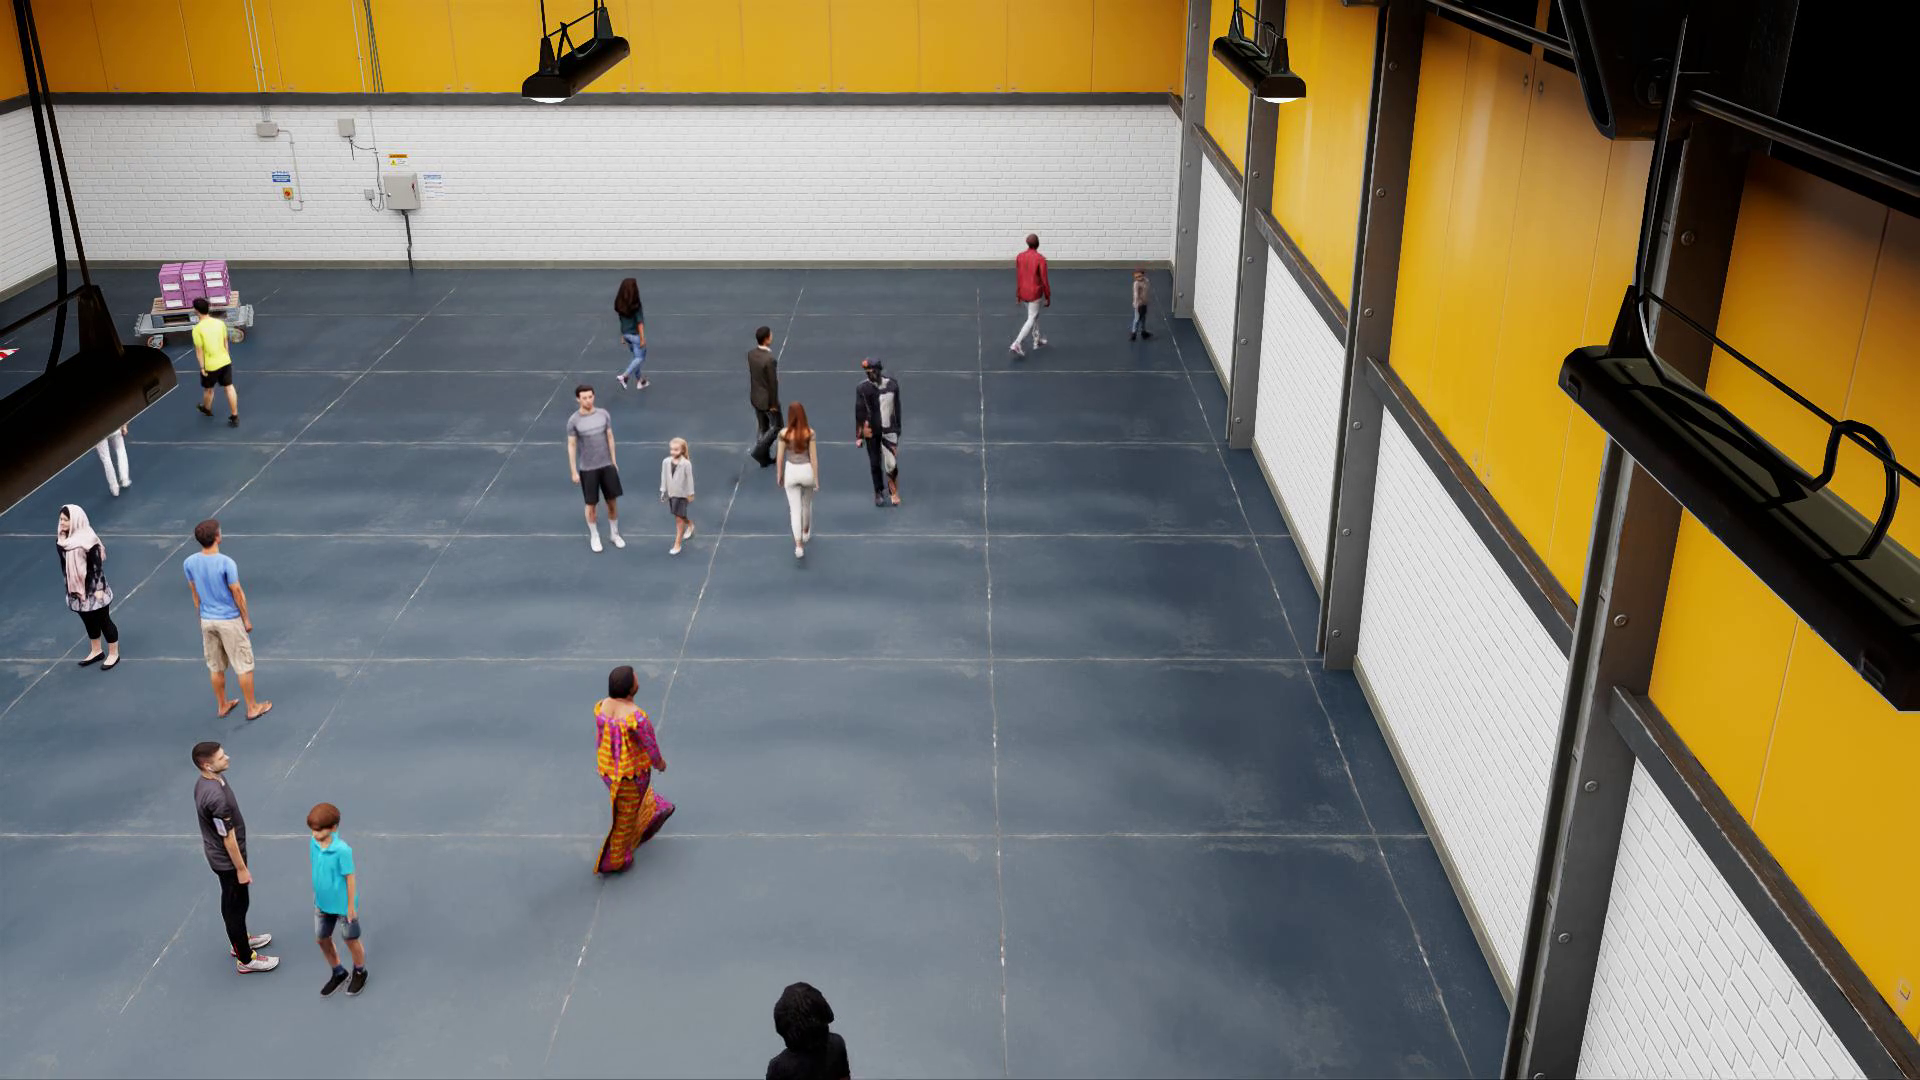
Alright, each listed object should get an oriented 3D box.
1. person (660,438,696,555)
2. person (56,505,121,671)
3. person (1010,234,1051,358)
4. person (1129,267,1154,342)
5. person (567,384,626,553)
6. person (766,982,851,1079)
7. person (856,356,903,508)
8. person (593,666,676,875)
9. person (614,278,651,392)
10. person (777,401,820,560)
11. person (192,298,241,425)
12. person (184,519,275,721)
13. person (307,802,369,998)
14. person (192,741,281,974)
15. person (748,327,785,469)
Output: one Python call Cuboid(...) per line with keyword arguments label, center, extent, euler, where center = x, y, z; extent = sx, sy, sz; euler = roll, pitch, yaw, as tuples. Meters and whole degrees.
Cuboid(label="person", center=(-3.065, -0.531, 18.260), extent=(0.741, 1.250, 0.952), euler=(10, 26, 23))
Cuboid(label="person", center=(-8.186, 0.421, 15.598), extent=(0.715, 1.638, 0.732), euler=(8, 25, 18))
Cuboid(label="person", center=(1.015, -3.616, 24.625), extent=(1.143, 1.806, 1.270), euler=(18, 29, 35))
Cuboid(label="person", center=(2.806, -3.639, 25.477), extent=(0.689, 1.164, 0.662), euler=(17, 29, 33))
Cuboid(label="person", center=(-4.001, -0.822, 18.162), extent=(0.800, 1.862, 0.806), euler=(-13, 27, -27))
Cuboid(label="person", center=(-0.751, 3.245, 8.929), extent=(0.960, 1.805, 1.059), euler=(-18, 30, -36))
Cuboid(label="person", center=(-0.904, -1.260, 19.176), extent=(0.741, 1.852, 0.748), euler=(-7, 25, -16))
Cuboid(label="person", center=(-2.569, 1.749, 12.562), extent=(1.083, 1.637, 1.204), euler=(18, 29, 35))
Cuboid(label="person", center=(-4.575, -2.816, 23.047), extent=(0.874, 1.602, 1.009), euler=(14, 27, 29))
Cuboid(label="person", center=(-1.729, -0.612, 17.898), extent=(0.678, 1.689, 1.156), euler=(-2, 24, -4))
Cuboid(label="person", center=(-9.722, -2.313, 21.817), extent=(1.114, 1.666, 1.077), euler=(20, 31, 38))
Cuboid(label="person", center=(-6.512, 0.702, 14.676), extent=(0.678, 1.862, 0.591), euler=(3, 24, 8))
Cuboid(label="person", center=(-4.212, 2.400, 11.317), extent=(0.658, 1.441, 0.692), euler=(8, 25, 18))
Cuboid(label="person", center=(-5.039, 2.163, 11.454), extent=(0.782, 1.764, 0.655), euler=(-13, 27, -26))
Cuboid(label="person", center=(-2.442, -1.704, 20.272), extent=(0.878, 1.789, 0.935), euler=(19, 30, 37))
